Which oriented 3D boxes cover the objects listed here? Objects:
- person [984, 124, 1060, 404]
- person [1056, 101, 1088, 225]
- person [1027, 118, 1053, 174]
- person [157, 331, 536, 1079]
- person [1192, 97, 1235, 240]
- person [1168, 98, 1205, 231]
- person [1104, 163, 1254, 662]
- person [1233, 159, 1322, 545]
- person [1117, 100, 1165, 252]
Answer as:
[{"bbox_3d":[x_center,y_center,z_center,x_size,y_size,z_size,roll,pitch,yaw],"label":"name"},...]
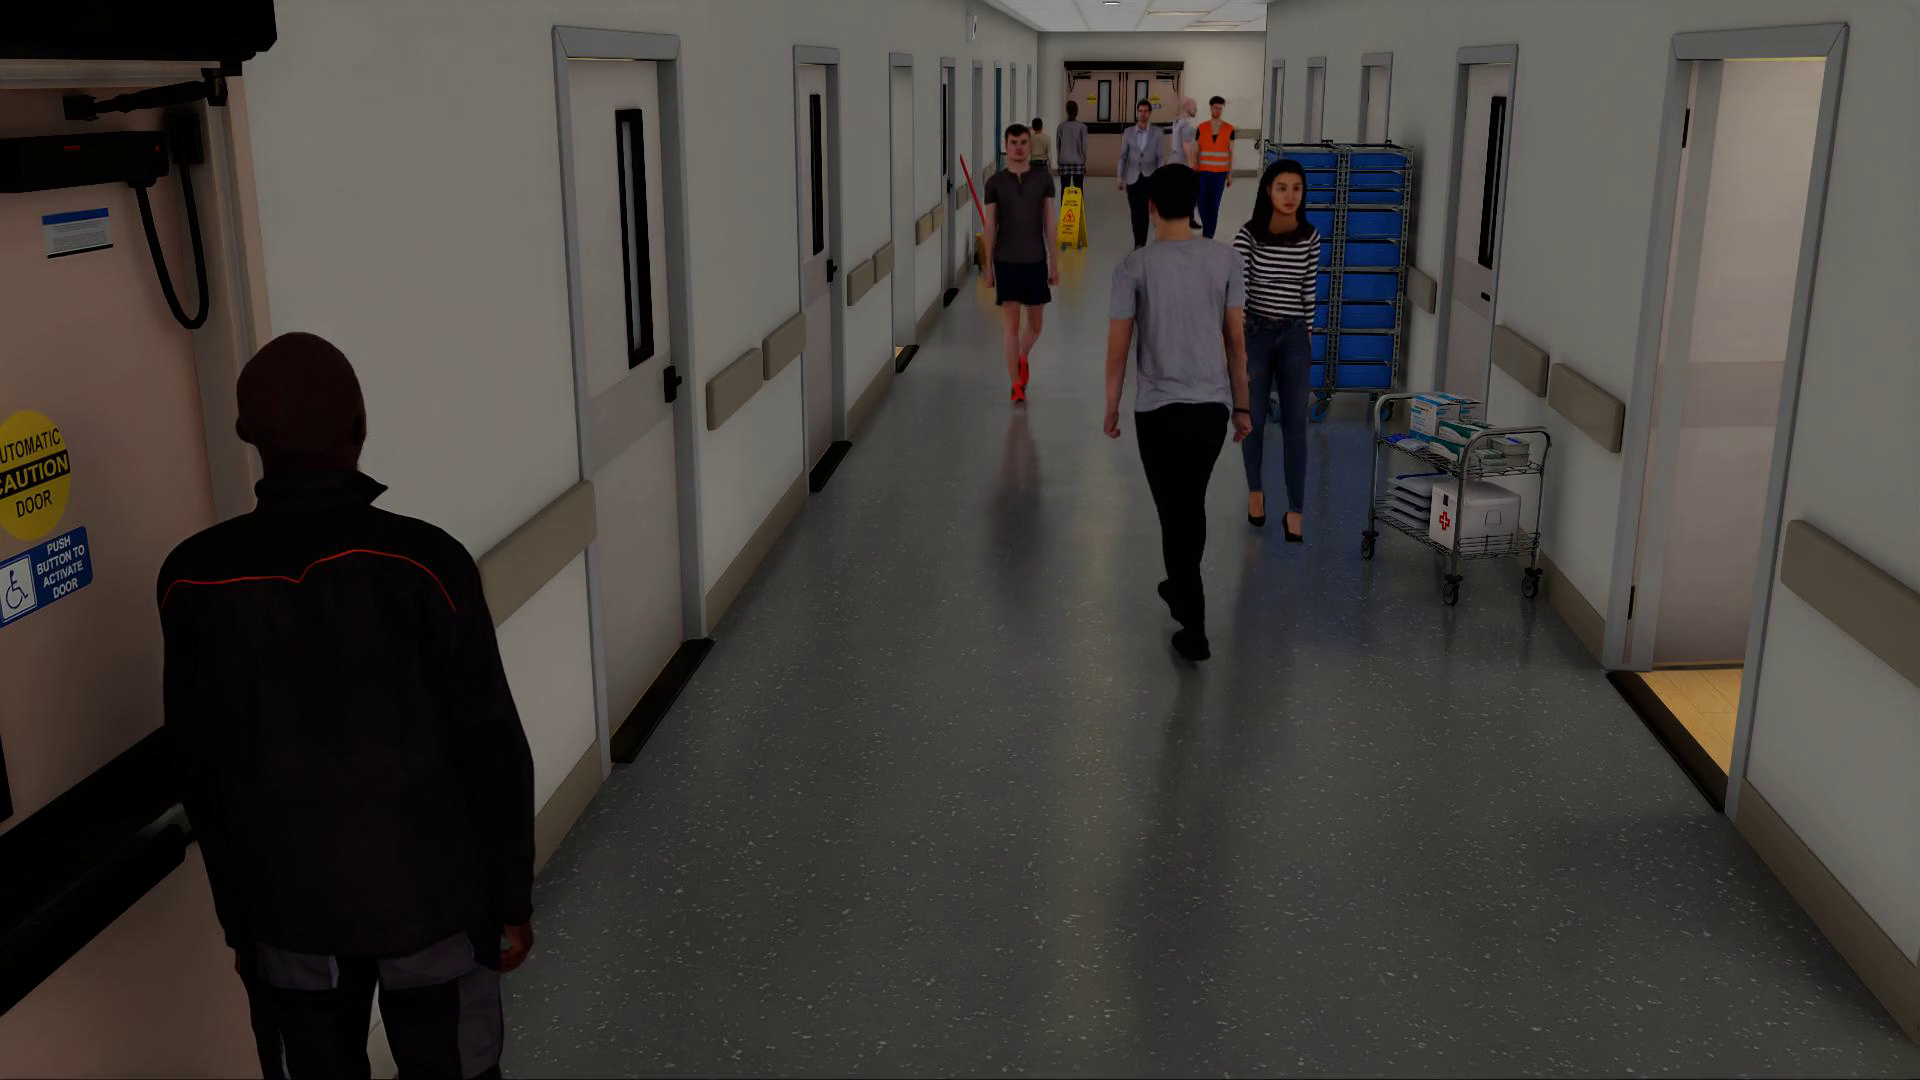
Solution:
[{"bbox_3d":[0.413,-1.876,11.321,0.810,1.827,1.141,-2,16,-7],"label":"person"},{"bbox_3d":[1.623,-5.473,24.179,0.644,1.773,0.580,4,16,14],"label":"person"},{"bbox_3d":[1.252,-5.972,26.520,0.559,1.462,0.493,1,16,3],"label":"person"},{"bbox_3d":[-0.951,0.566,2.662,0.736,1.825,0.666,-1,16,-5],"label":"person"},{"bbox_3d":[3.204,-4.651,21.108,0.766,1.857,1.084,4,16,12],"label":"person"},{"bbox_3d":[3.013,-5.128,22.920,0.887,1.792,0.869,-5,16,-17],"label":"person"},{"bbox_3d":[0.847,-0.437,6.195,0.876,1.838,1.072,-3,16,-10],"label":"person"},{"bbox_3d":[1.445,-0.881,7.894,0.683,1.754,1.026,-1,16,-3],"label":"person"},{"bbox_3d":[2.209,-4.377,20.237,0.845,1.802,1.230,4,16,15],"label":"person"}]
